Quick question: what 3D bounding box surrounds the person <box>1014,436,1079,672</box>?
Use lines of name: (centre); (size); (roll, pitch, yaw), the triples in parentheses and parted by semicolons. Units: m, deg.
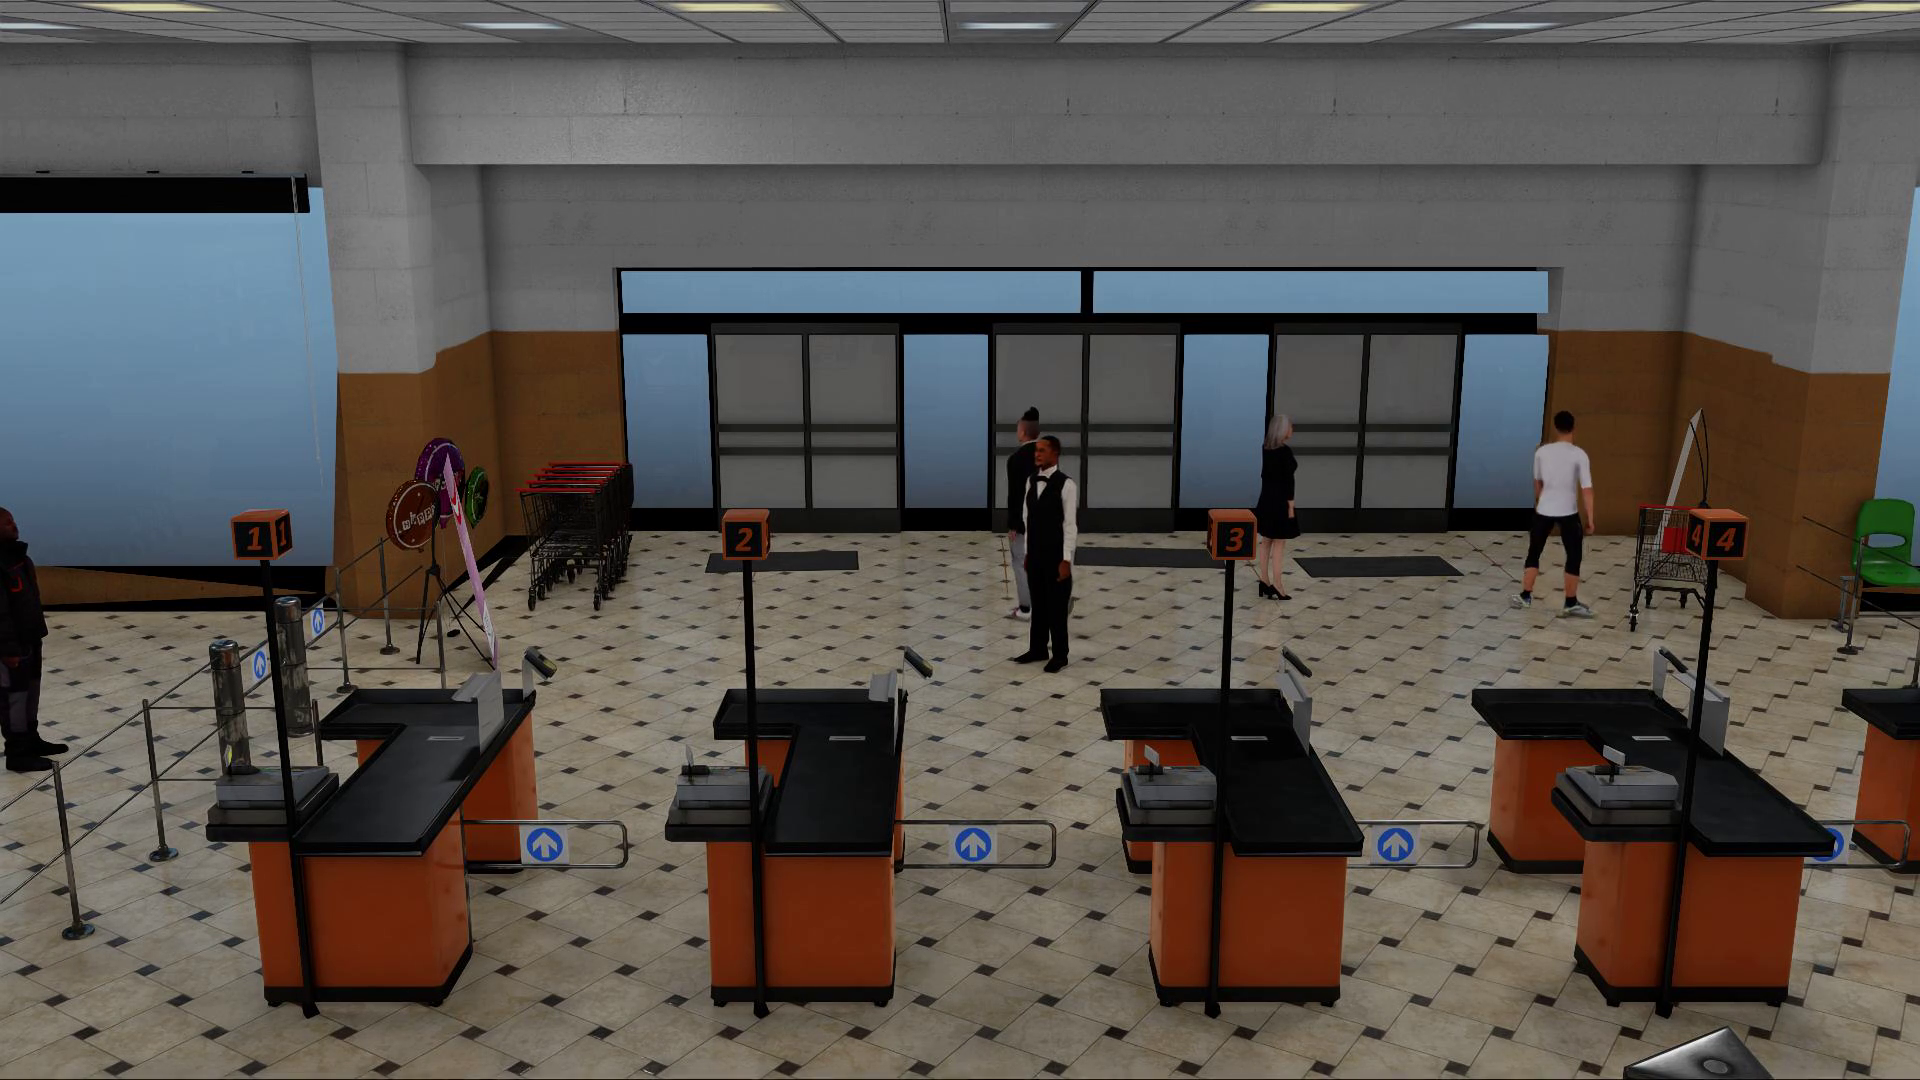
person: (0.725, 0.094, 13.484); (0.828, 1.918, 0.763); (-13, 18, -42)

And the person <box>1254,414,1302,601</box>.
person: (2.972, -0.317, 15.545); (0.745, 1.746, 0.636); (-6, 15, -24)

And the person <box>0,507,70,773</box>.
person: (-6.488, 0.653, 11.378); (0.811, 1.825, 0.632); (-3, 14, -13)

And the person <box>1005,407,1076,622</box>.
person: (0.686, -0.183, 14.589); (1.073, 1.936, 1.140); (-13, 18, -42)

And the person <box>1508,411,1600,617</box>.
person: (5.442, -0.234, 15.023); (1.000, 1.831, 1.003); (-10, 17, -35)
